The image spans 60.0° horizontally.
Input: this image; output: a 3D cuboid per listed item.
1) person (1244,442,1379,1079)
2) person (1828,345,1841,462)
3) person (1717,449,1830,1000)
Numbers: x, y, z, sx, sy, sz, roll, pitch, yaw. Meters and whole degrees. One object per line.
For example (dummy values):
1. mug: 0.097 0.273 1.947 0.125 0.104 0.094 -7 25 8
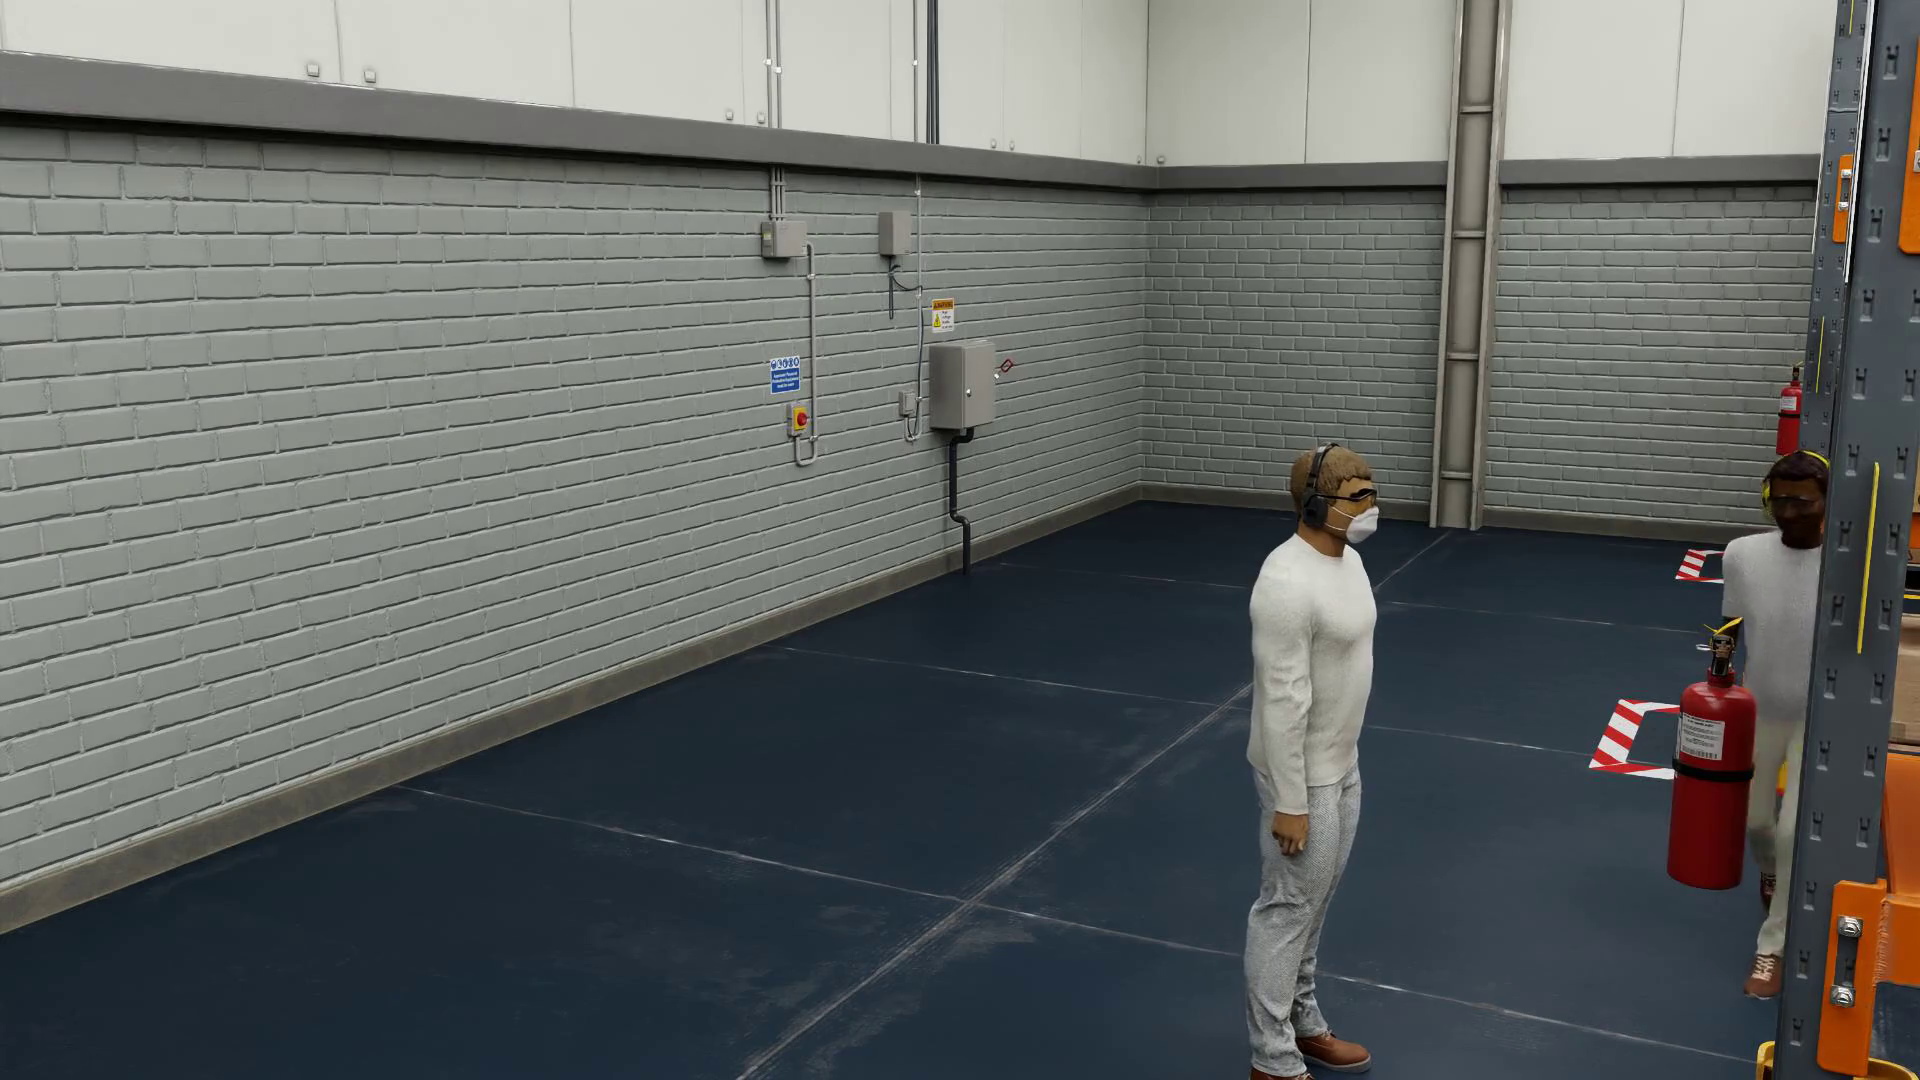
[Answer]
1. person: 1.027 0.679 4.821 0.368 1.939 0.633 5 12 27
2. person: 5.438 -0.323 10.121 0.373 1.997 0.618 5 12 27
3. person: 2.850 0.579 5.674 0.533 1.837 0.758 8 13 38
